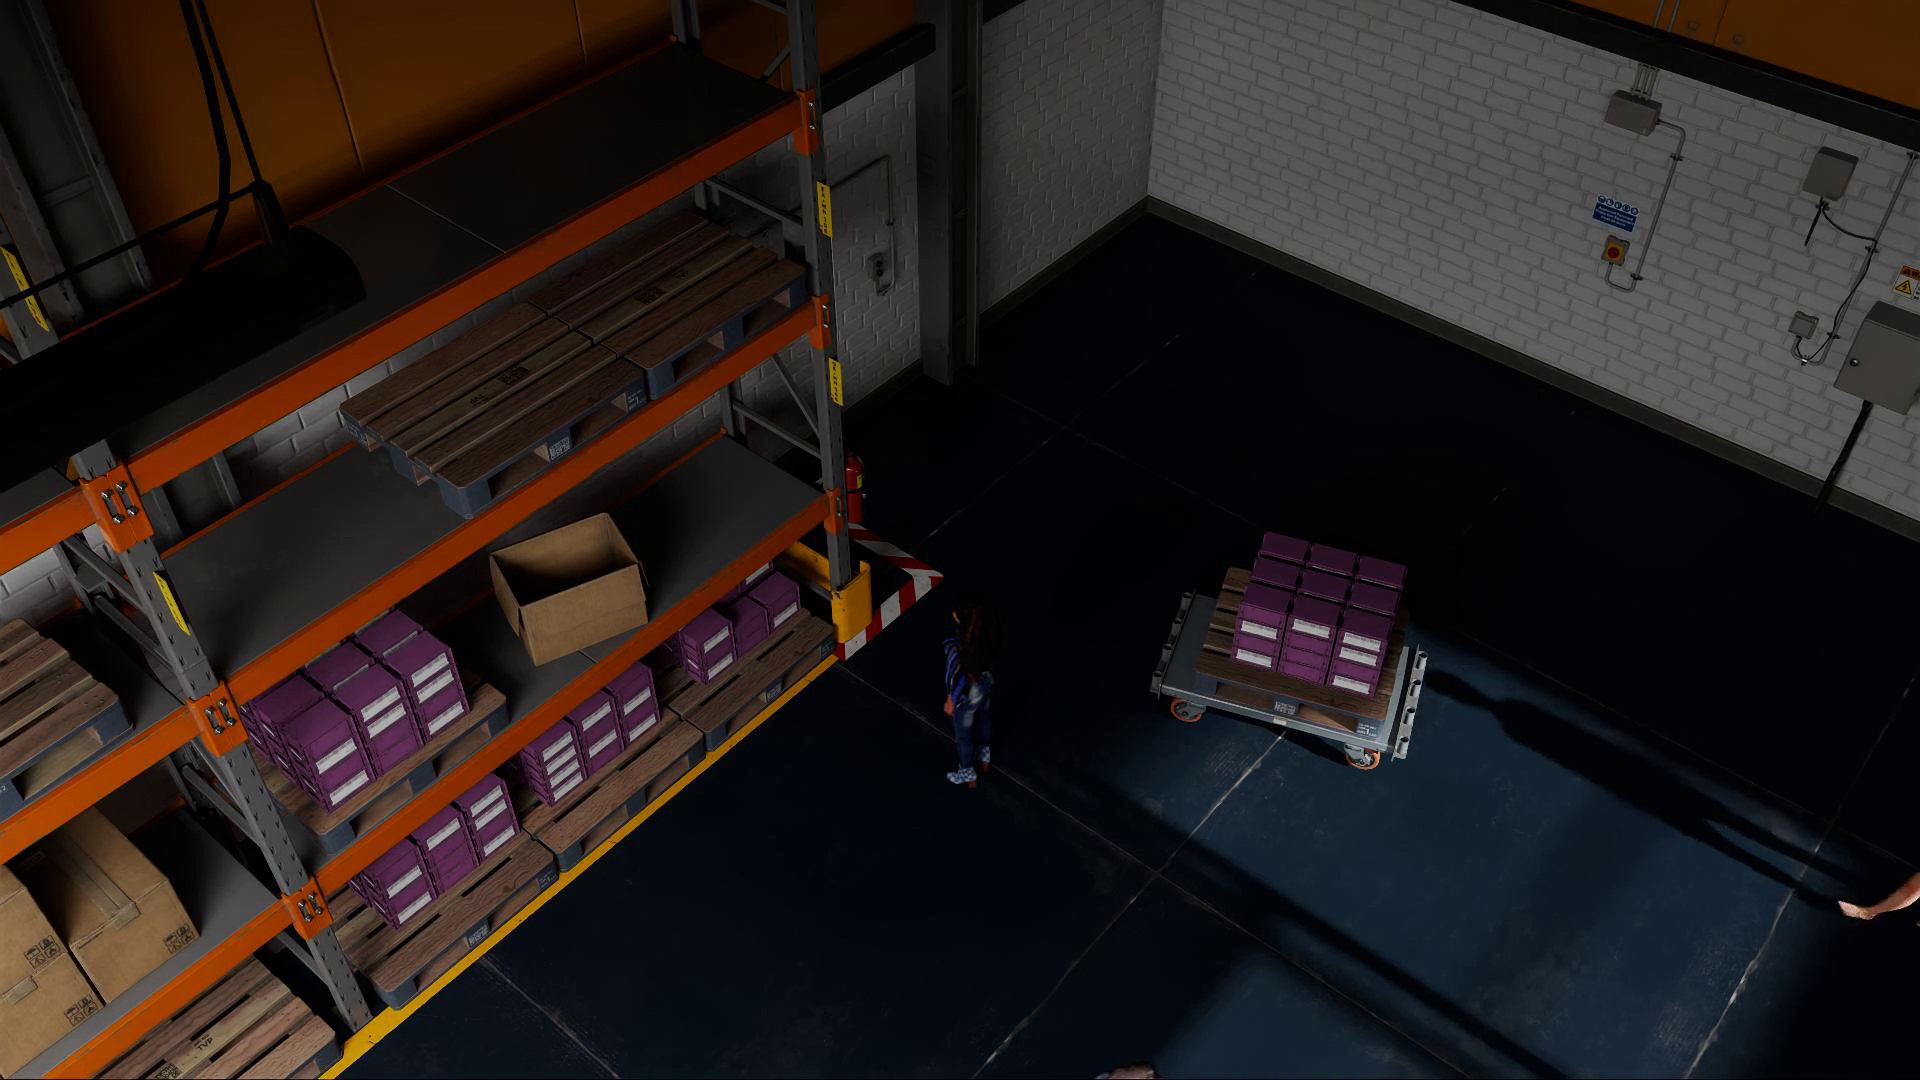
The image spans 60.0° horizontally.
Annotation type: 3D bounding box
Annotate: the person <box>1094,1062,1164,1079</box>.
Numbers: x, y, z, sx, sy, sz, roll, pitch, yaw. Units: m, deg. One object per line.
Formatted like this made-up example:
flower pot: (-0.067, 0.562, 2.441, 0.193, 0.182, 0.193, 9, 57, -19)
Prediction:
person: (0.763, 2.945, 7.730, 0.666, 1.889, 0.711, -26, 50, -25)

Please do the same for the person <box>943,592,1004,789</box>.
person: (0.065, 0.902, 10.072, 0.666, 1.616, 0.488, 27, 50, 26)
